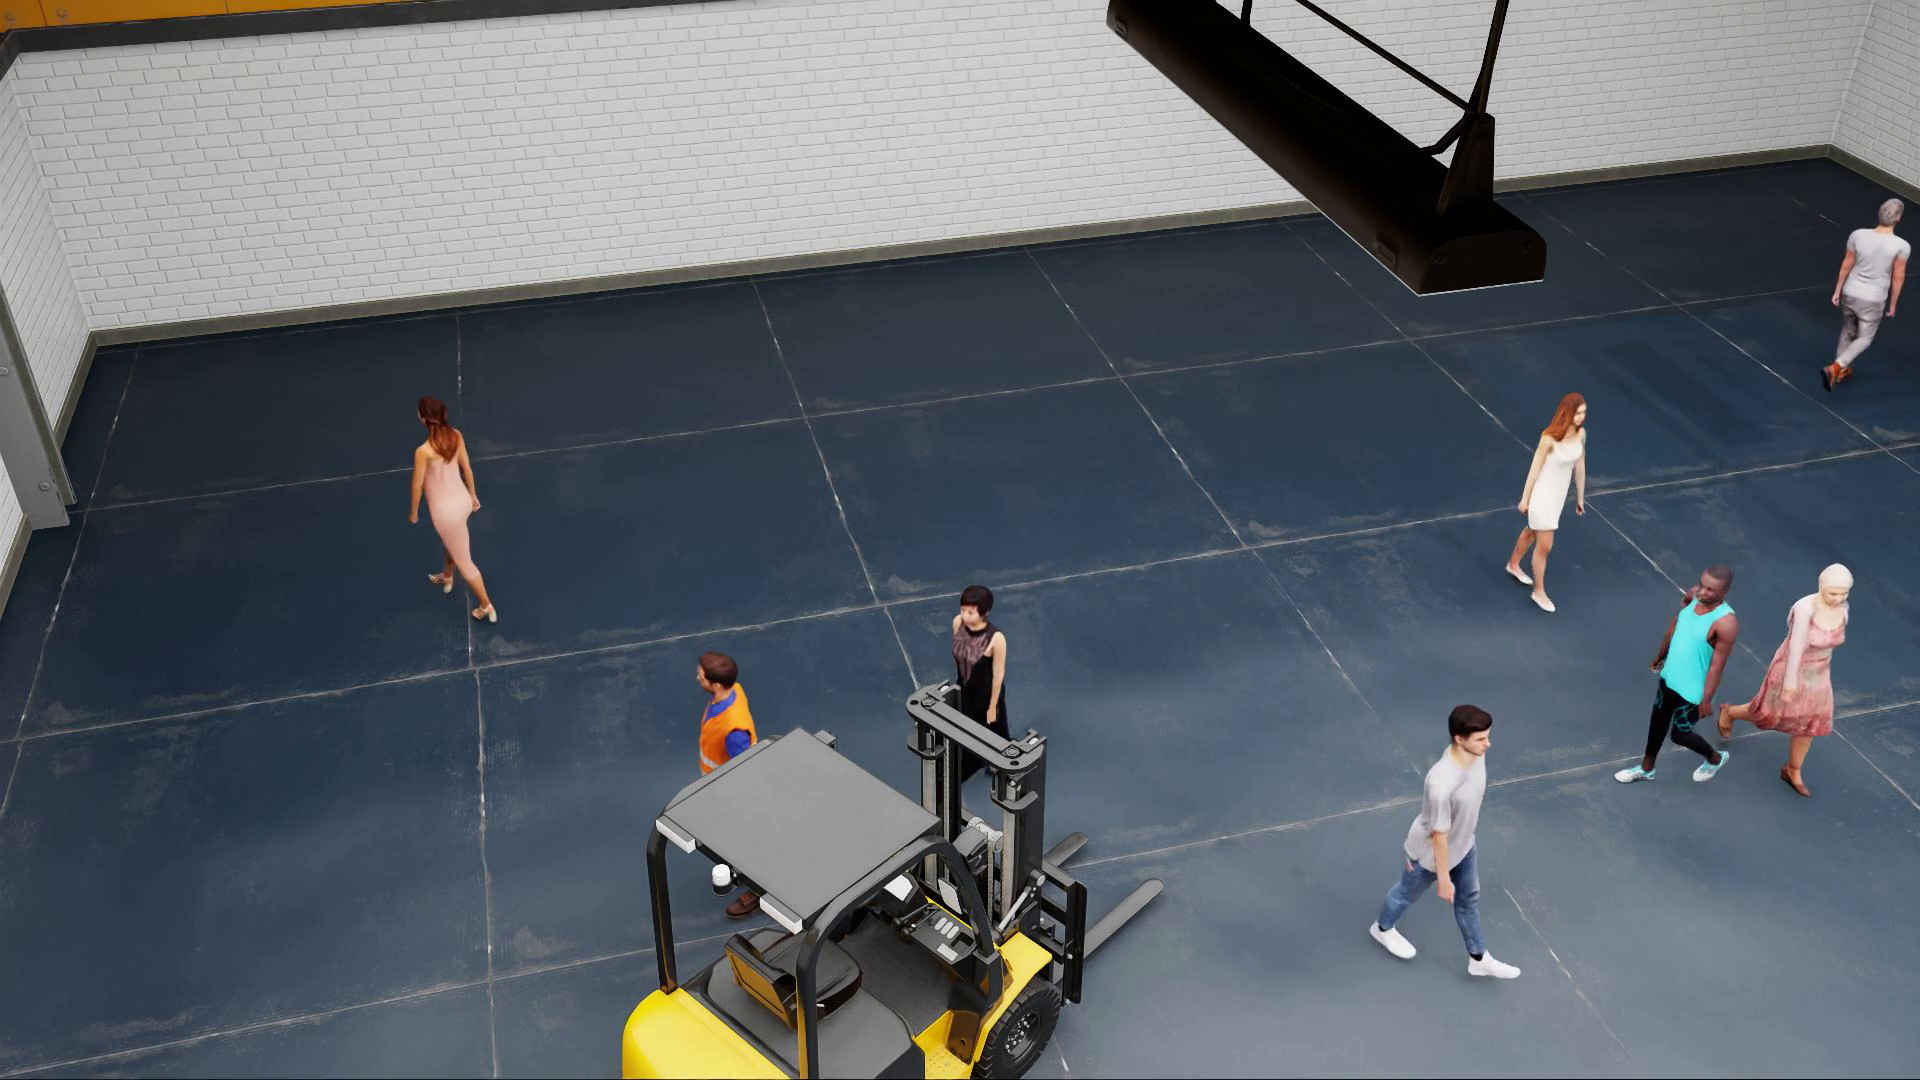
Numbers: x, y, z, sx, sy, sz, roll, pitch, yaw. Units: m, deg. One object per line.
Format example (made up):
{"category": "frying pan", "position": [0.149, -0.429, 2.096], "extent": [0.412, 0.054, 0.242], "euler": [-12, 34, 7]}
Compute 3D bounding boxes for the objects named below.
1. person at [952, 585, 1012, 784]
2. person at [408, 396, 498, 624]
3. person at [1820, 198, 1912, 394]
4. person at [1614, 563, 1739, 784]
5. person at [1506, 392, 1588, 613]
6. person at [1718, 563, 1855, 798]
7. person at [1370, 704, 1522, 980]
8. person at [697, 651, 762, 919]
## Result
{"category": "person", "position": [0.181, 0.926, 10.526], "extent": [1.037, 1.561, 1.025], "euler": [24, 41, 32]}
{"category": "person", "position": [-3.591, -0.173, 11.960], "extent": [1.025, 1.804, 0.984], "euler": [16, 37, 22]}
{"category": "person", "position": [8.090, -2.154, 14.931], "extent": [1.017, 1.815, 1.093], "euler": [-24, 41, -32]}
{"category": "person", "position": [4.618, 0.878, 10.389], "extent": [0.798, 1.793, 0.861], "euler": [-3, 34, -5]}
{"category": "person", "position": [4.321, -0.381, 12.378], "extent": [0.649, 1.687, 0.918], "euler": [-15, 36, -21]}
{"category": "person", "position": [5.280, 0.808, 10.609], "extent": [0.591, 1.666, 0.999], "euler": [-10, 35, -14]}
{"category": "person", "position": [2.587, 1.630, 9.201], "extent": [1.209, 1.855, 1.052], "euler": [27, 42, 34]}
{"category": "person", "position": [-1.296, 1.381, 9.569], "extent": [0.755, 1.862, 0.561], "euler": [-11, 35, -16]}
